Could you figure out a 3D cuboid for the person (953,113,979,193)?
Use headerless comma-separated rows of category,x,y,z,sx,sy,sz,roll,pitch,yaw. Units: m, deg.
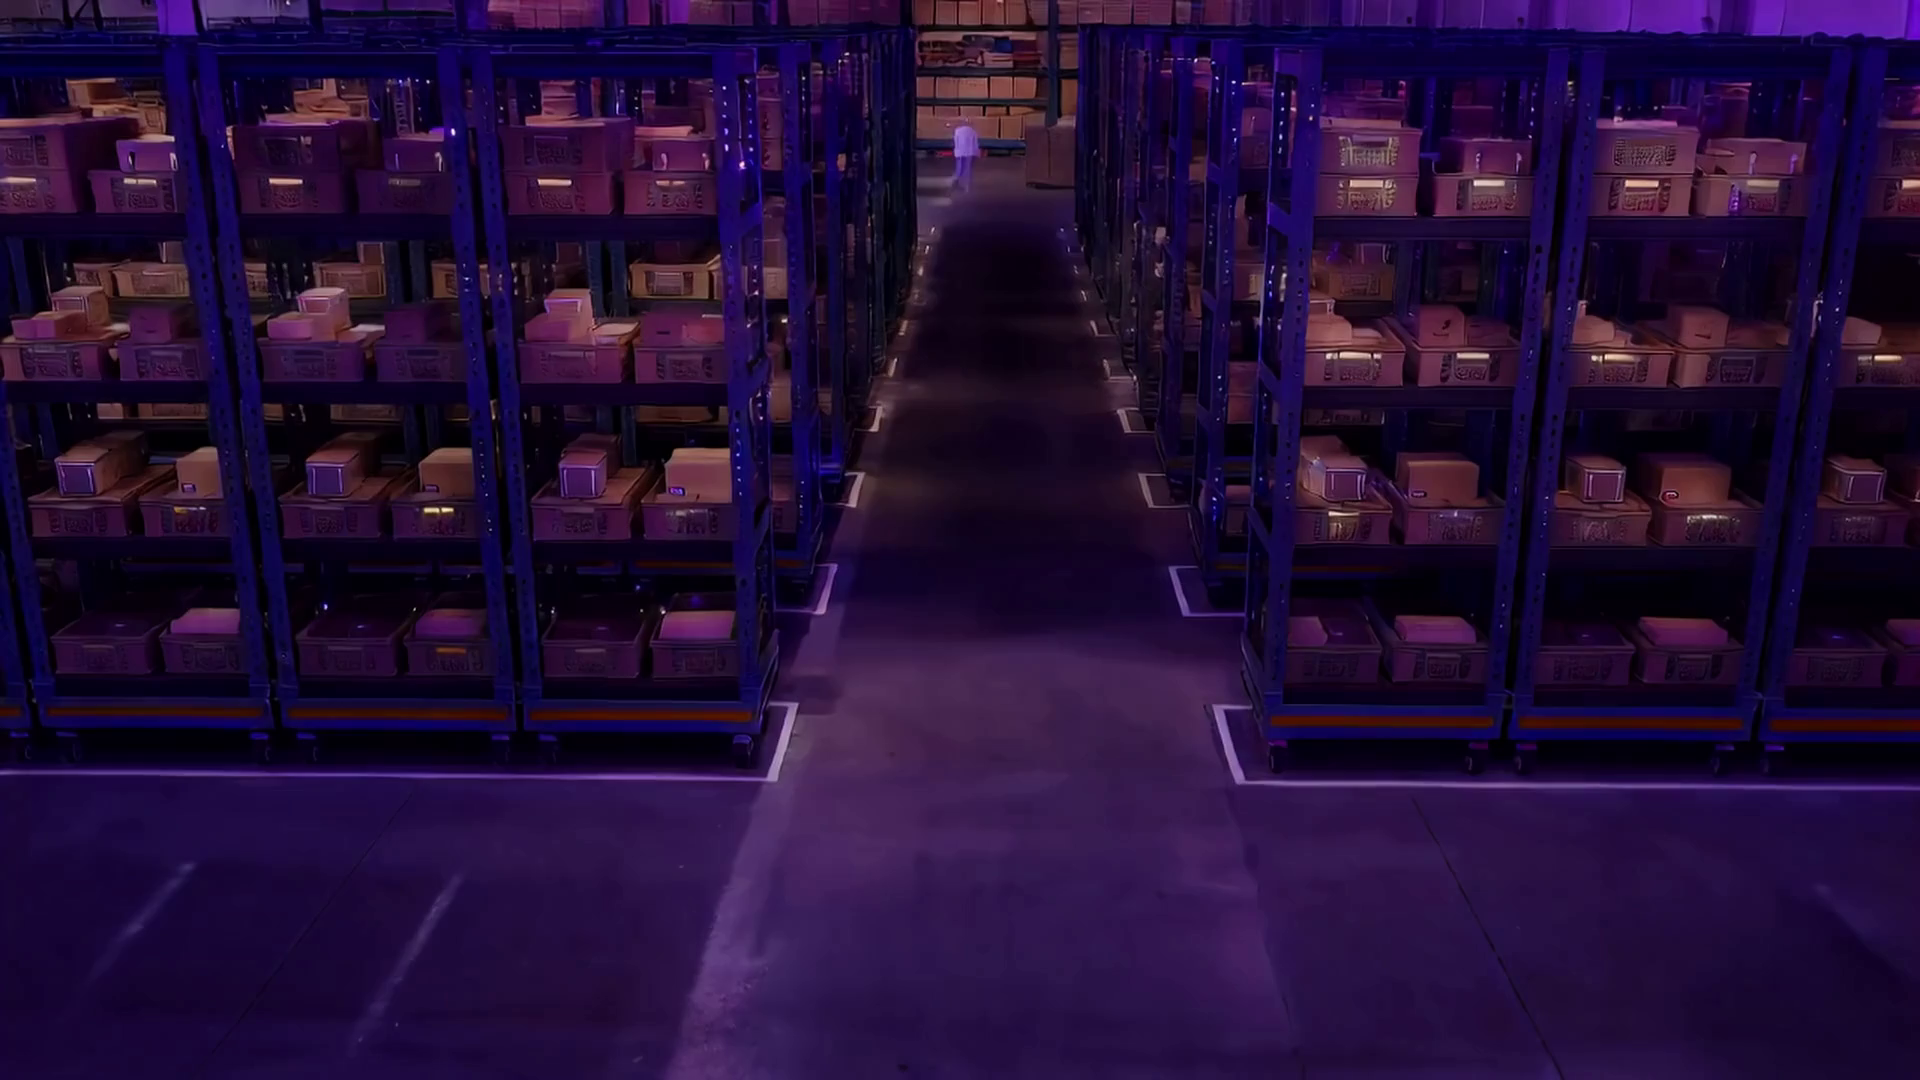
person,0.145,-8.540,36.735,0.586,1.733,0.401,8,19,23
